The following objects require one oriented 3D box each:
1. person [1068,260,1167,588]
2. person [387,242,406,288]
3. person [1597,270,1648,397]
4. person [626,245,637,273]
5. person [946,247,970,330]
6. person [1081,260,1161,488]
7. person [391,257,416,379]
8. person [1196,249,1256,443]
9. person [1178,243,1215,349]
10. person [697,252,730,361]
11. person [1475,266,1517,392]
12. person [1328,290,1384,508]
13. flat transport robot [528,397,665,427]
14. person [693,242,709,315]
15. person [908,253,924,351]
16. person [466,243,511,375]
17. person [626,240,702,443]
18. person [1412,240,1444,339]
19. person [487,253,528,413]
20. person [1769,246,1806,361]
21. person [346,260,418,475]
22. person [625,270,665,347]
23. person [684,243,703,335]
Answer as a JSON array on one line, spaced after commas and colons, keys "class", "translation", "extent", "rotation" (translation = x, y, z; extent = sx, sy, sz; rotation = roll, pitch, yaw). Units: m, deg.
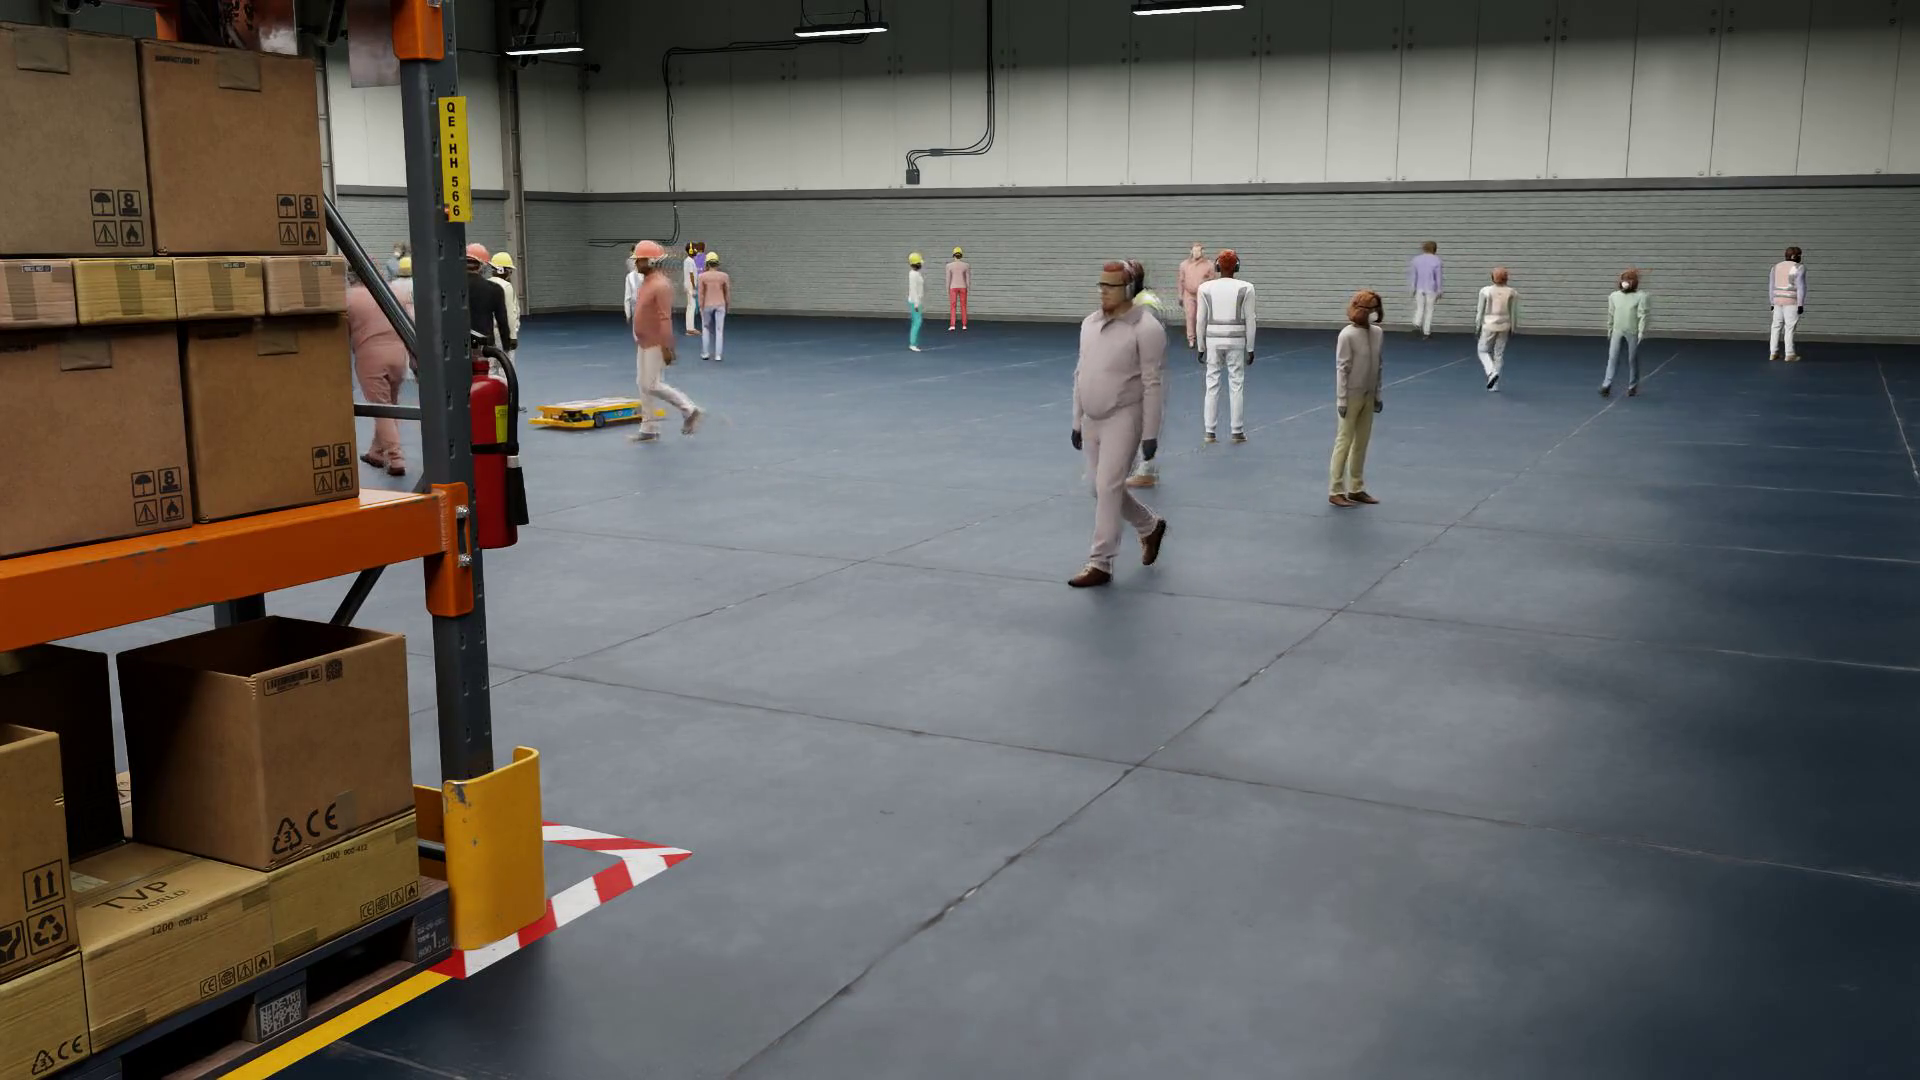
[{"class": "person", "translation": [0.942, -0.695, 9.750], "extent": [0.821, 1.881, 0.648], "rotation": [-8, 13, -36]}, {"class": "person", "translation": [-10.396, -4.627, 31.170], "extent": [0.642, 1.903, 0.990], "rotation": [2, 11, 10]}, {"class": "person", "translation": [8.263, -2.552, 20.691], "extent": [0.519, 1.584, 0.877], "rotation": [9, 14, 39]}, {"class": "person", "translation": [-7.530, -6.003, 38.976], "extent": [0.535, 1.805, 0.978], "rotation": [-1, 10, -4]}, {"class": "person", "translation": [-0.048, -5.353, 35.485], "extent": [0.525, 1.769, 0.314], "rotation": [-2, 11, -10]}, {"class": "person", "translation": [1.264, -1.309, 13.272], "extent": [0.726, 1.818, 0.661], "rotation": [-3, 11, -15]}, {"class": "person", "translation": [-7.696, -3.080, 23.217], "extent": [0.488, 1.728, 0.622], "rotation": [0, 10, 1]}, {"class": "person", "translation": [2.602, -1.889, 16.273], "extent": [0.579, 1.884, 0.352], "rotation": [3, 11, 17]}, {"class": "person", "translation": [4.239, -4.388, 29.886], "extent": [0.649, 1.890, 0.564], "rotation": [2, 11, 10]}, {"class": "person", "translation": [-3.998, -3.772, 26.945], "extent": [0.534, 1.744, 0.719], "rotation": [-3, 11, -14]}, {"class": "person", "translation": [6.917, -2.709, 21.444], "extent": [0.531, 1.622, 0.423], "rotation": [0, 10, -2]}, {"class": "person", "translation": [2.984, -1.052, 12.436], "extent": [0.506, 1.621, 0.316], "rotation": [-8, 13, -38]}, {"class": "flat transport robot", "translation": [-3.900, -1.383, 17.912], "extent": [0.652, 0.197, 1.431], "rotation": [6, 12, 30]}, {"class": "person", "translation": [-6.540, -6.587, 41.991], "extent": [0.566, 1.846, 0.389], "rotation": [3, 11, 18]}, {"class": "person", "translation": [-0.783, -4.162, 29.175], "extent": [0.319, 1.707, 0.712], "rotation": [2, 11, 9]}, {"class": "person", "translation": [-4.632, -1.843, 15.853], "extent": [0.627, 1.956, 0.941], "rotation": [0, 10, -3]}, {"class": "person", "translation": [-2.940, -1.928, 16.236], "extent": [0.643, 1.976, 0.619], "rotation": [-6, 12, -28]}, {"class": "person", "translation": [9.135, -4.878, 32.455], "extent": [0.650, 1.924, 0.434], "rotation": [9, 14, 40]}, {"class": "person", "translation": [-5.227, -2.357, 18.987], "extent": [0.591, 1.824, 0.404], "rotation": [10, 14, 43]}, {"class": "person", "translation": [13.401, -3.819, 26.923], "extent": [0.430, 1.841, 0.624], "rotation": [-4, 11, -23]}, {"class": "person", "translation": [-4.991, -1.491, 14.226], "extent": [0.943, 1.835, 0.668], "rotation": [9, 14, 41]}, {"class": "person", "translation": [-4.590, -3.338, 24.346], "extent": [0.609, 1.817, 0.603], "rotation": [0, 10, -2]}, {"class": "person", "translation": [-5.465, -5.132, 33.995], "extent": [0.328, 1.872, 0.513], "rotation": [-4, 11, -19]}]
